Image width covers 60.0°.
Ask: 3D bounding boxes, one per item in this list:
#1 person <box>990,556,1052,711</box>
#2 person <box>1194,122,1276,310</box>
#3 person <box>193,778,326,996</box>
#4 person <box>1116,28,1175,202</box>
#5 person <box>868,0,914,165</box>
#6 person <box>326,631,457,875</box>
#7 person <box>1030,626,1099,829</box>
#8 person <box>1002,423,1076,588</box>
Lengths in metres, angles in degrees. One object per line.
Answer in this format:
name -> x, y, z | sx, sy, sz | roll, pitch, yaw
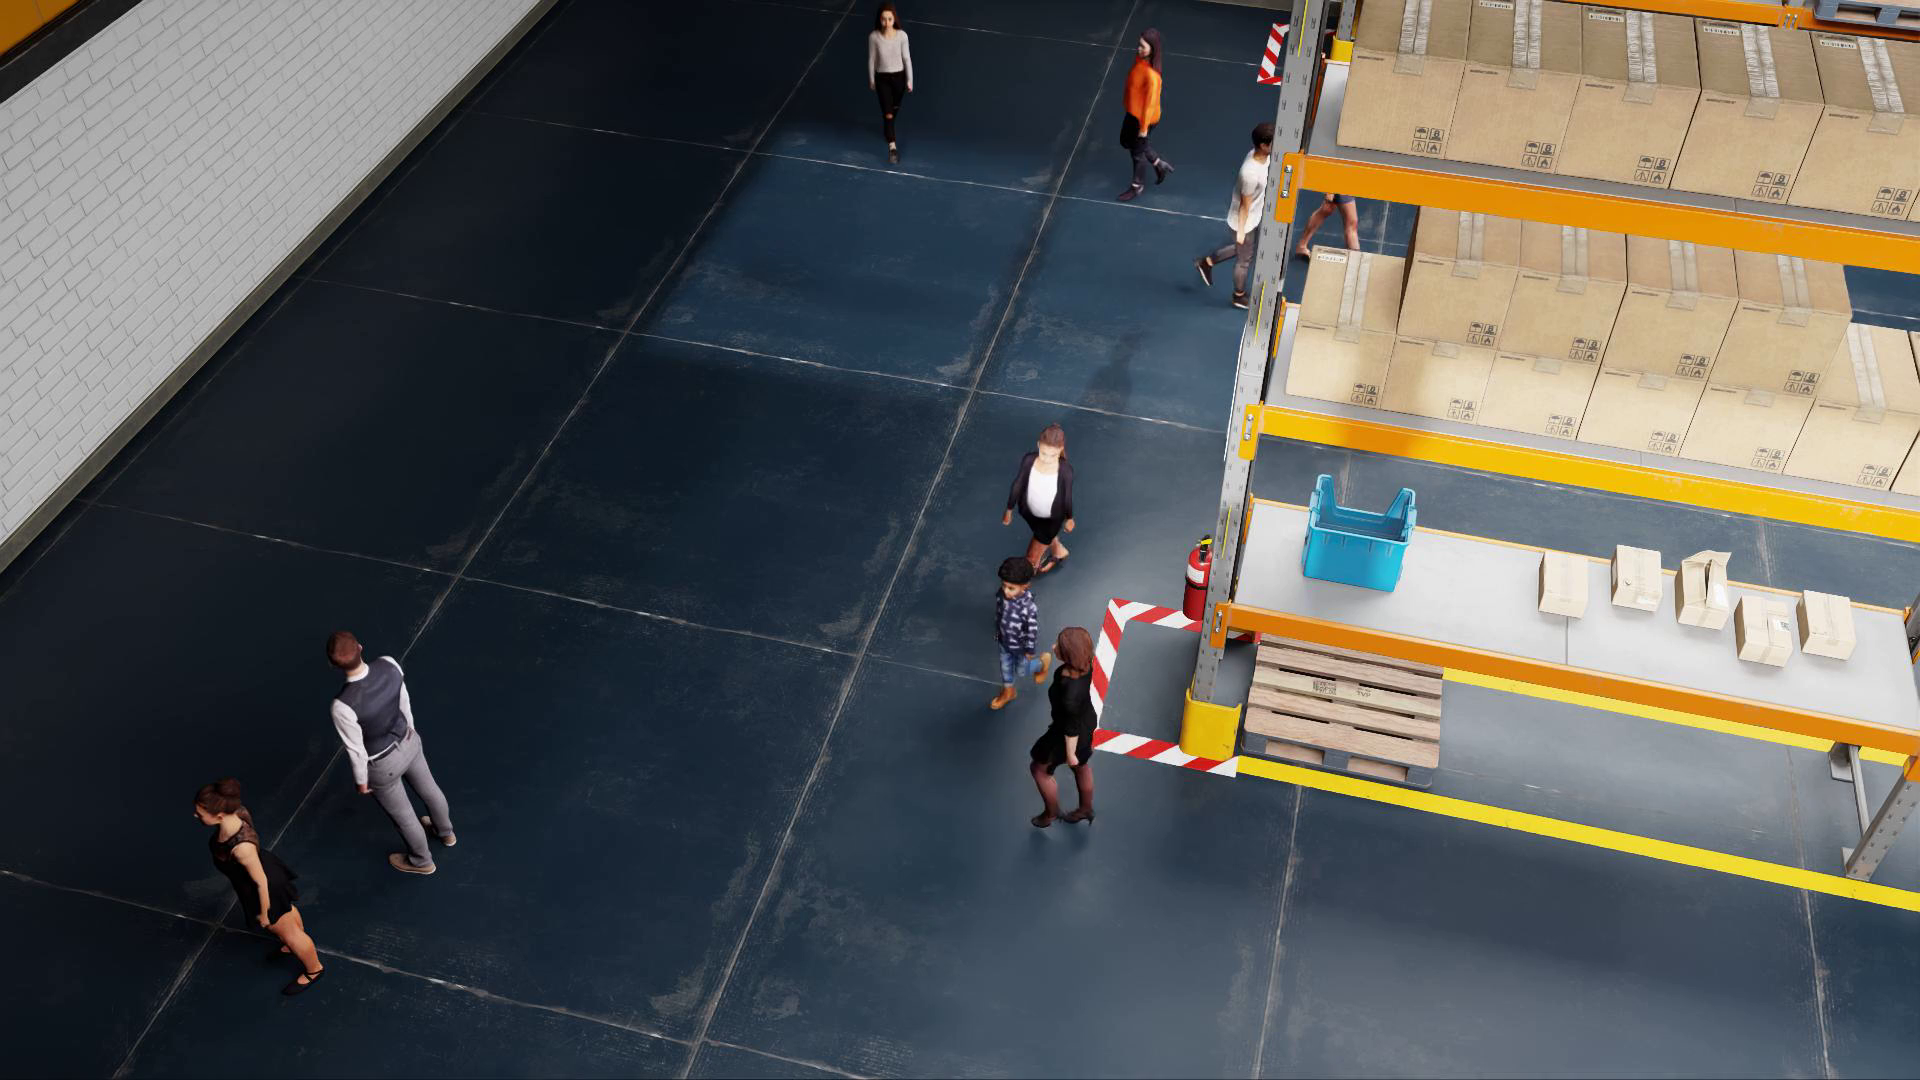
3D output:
person -> 0.393, 0.573, 10.593 | 0.730, 1.239, 0.735 | 31, 52, 28
person -> 2.279, -2.680, 13.671 | 0.914, 1.703, 0.712 | 17, 46, 17
person -> -3.766, 1.847, 8.939 | 0.739, 1.675, 0.672 | -24, 49, -23
person -> 1.704, -3.774, 14.800 | 0.895, 1.730, 0.810 | -5, 44, -6
person -> -0.653, -4.352, 15.608 | 0.984, 1.452, 0.865 | -5, 44, -6
person -> -3.232, 1.200, 9.425 | 0.652, 1.941, 0.708 | 21, 47, 20
person -> 0.739, 1.130, 9.679 | 0.625, 1.693, 0.593 | 13, 45, 13
person -> 0.599, -0.225, 11.231 | 1.039, 1.513, 0.856 | 24, 48, 23
